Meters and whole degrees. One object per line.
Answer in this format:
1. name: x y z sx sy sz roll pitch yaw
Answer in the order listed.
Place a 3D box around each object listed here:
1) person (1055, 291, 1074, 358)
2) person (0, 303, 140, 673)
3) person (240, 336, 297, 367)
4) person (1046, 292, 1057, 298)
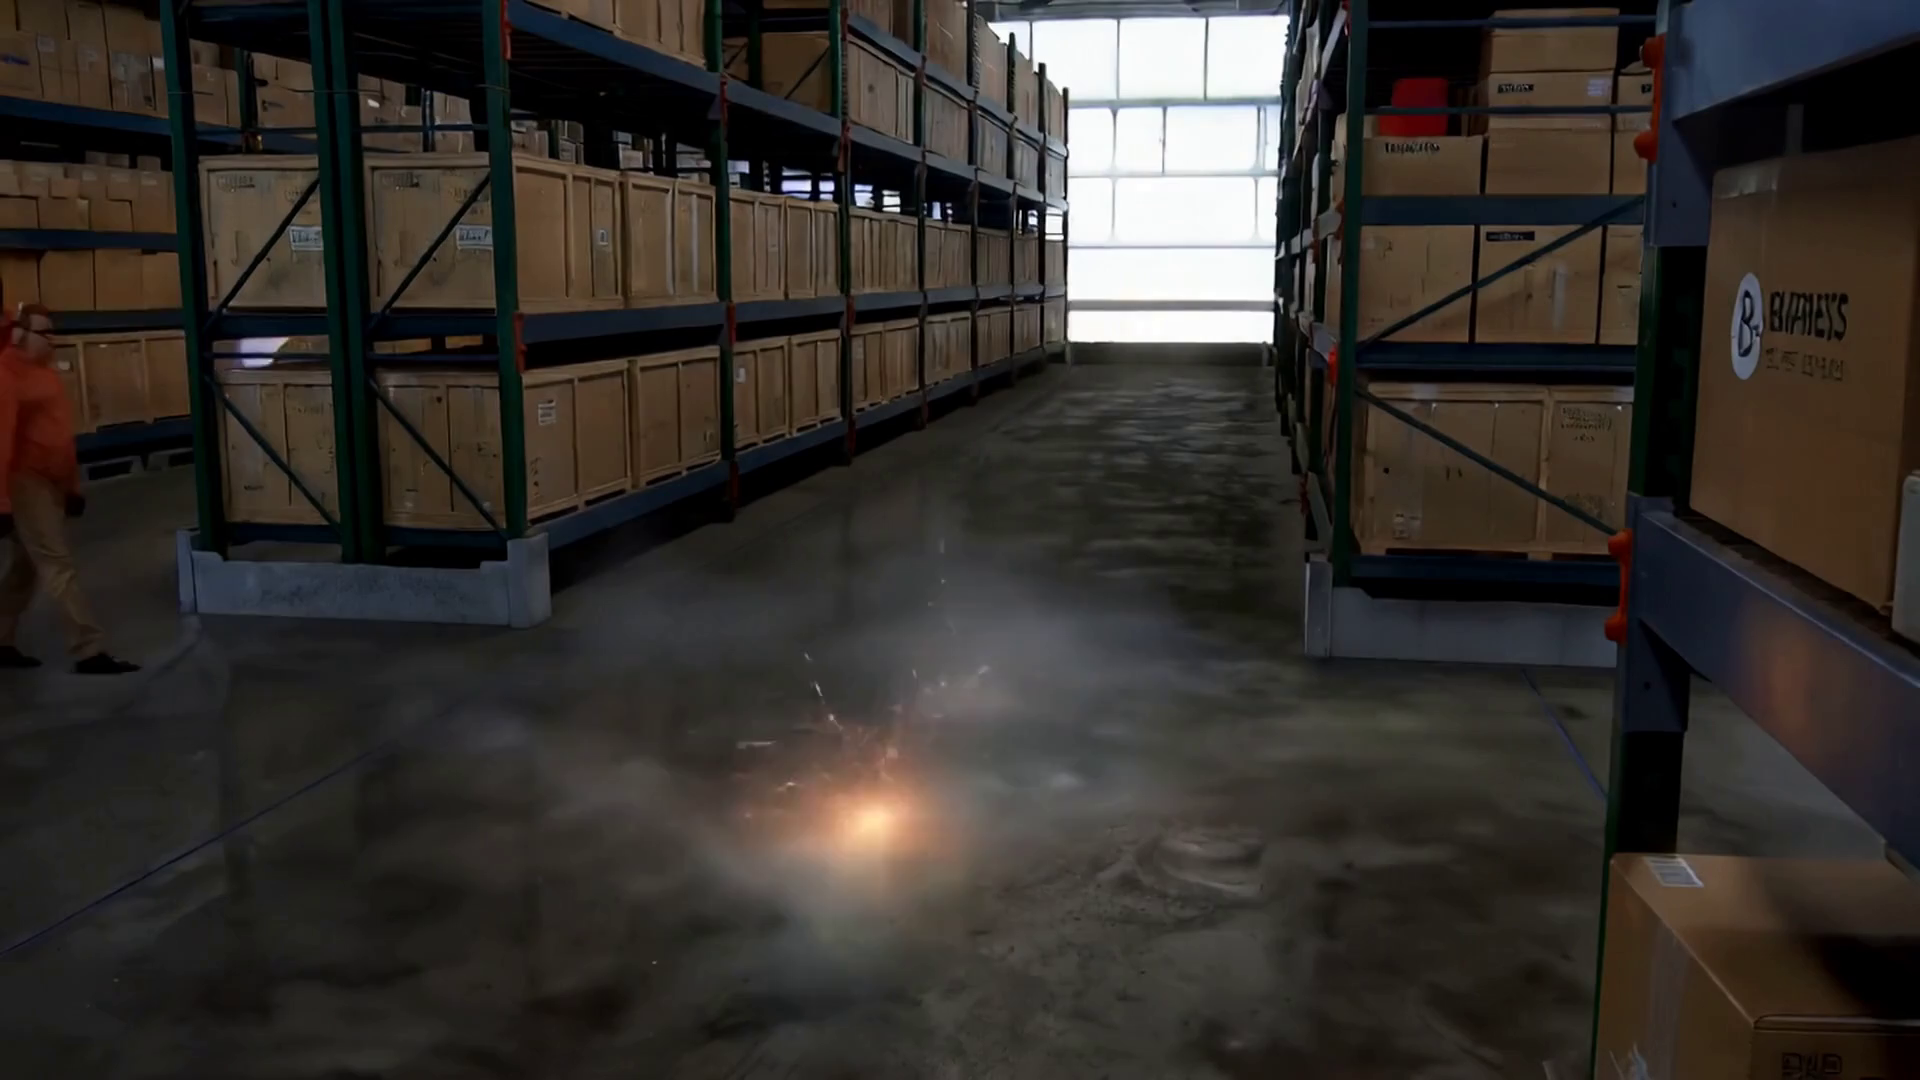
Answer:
1. person: 2.354 -5.056 38.631 0.500 1.720 0.680 -6 11 -34
2. person: -4.645 -0.238 8.381 0.848 1.888 0.662 -1 9 -9
3. person: -5.551 -1.047 13.550 0.574 1.793 0.982 7 11 36
4. person: 2.102 -5.049 37.983 0.446 1.918 0.648 2 9 13
